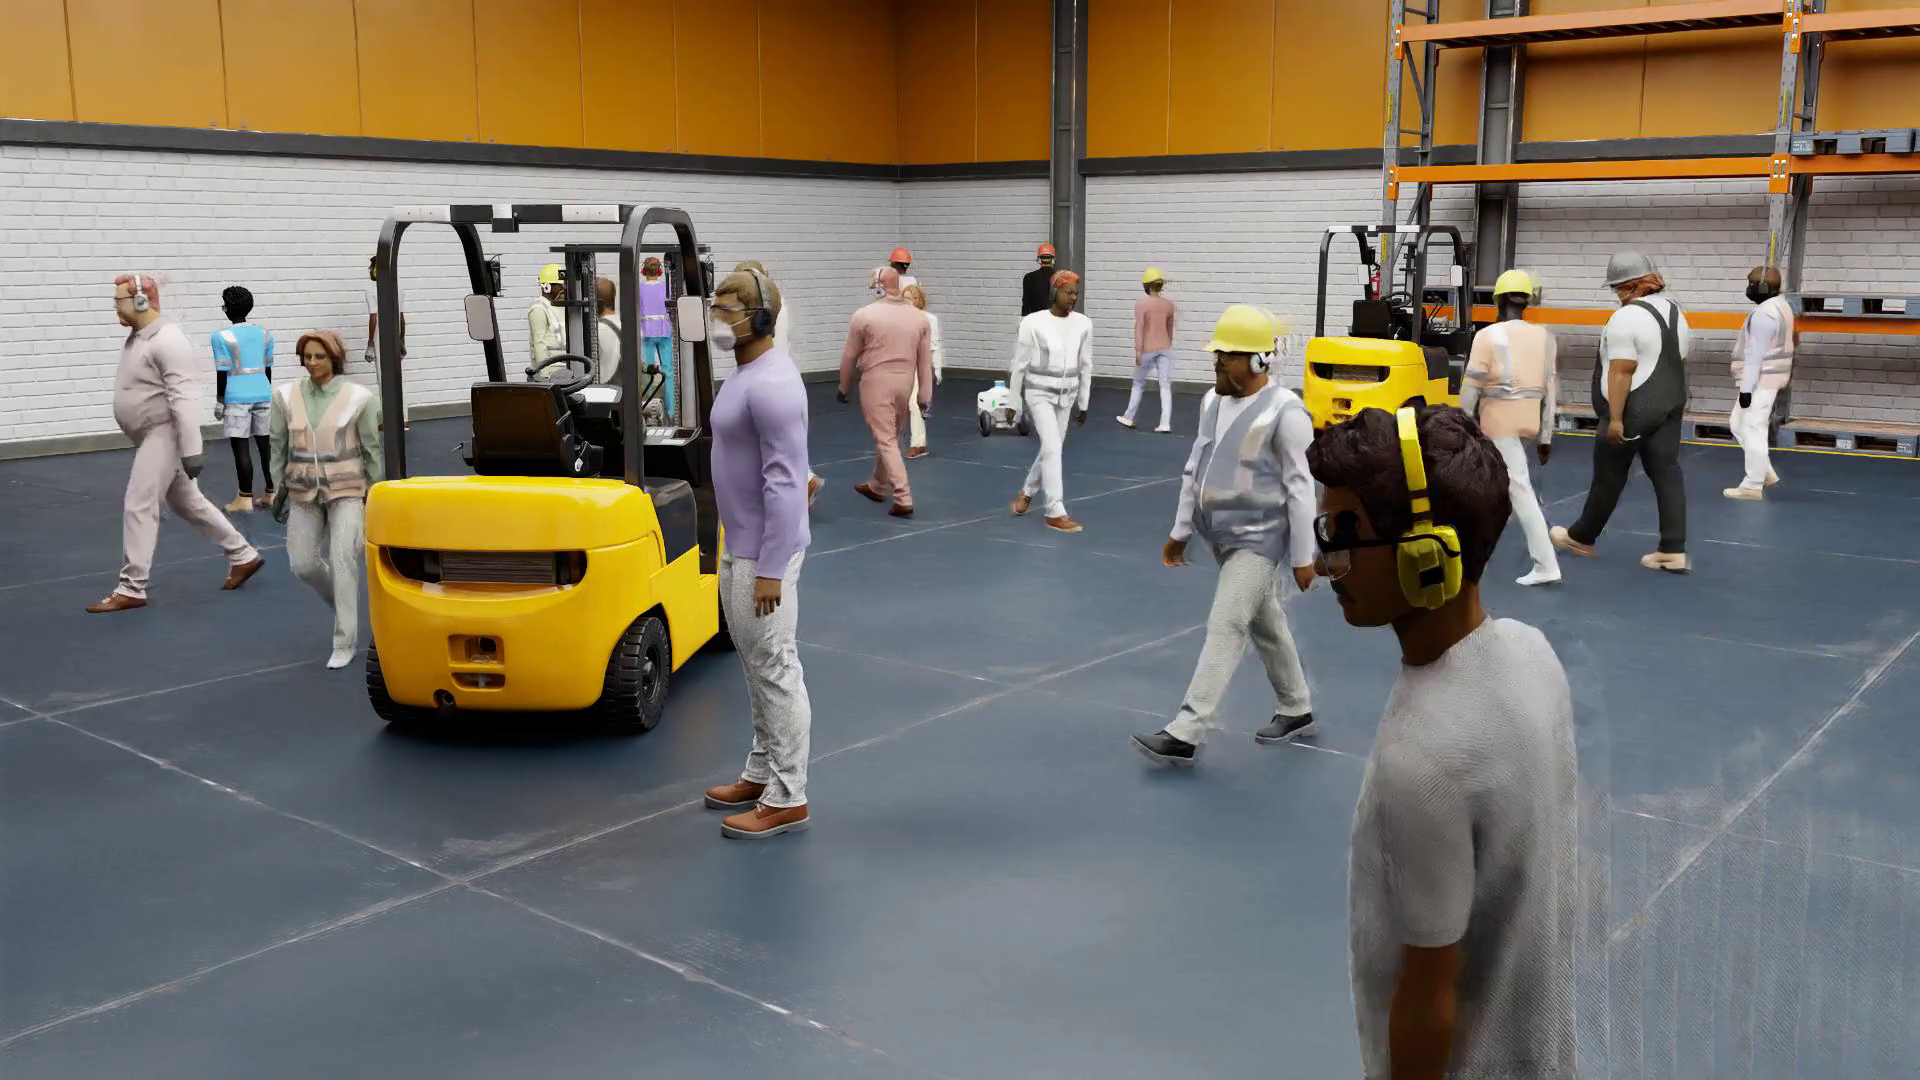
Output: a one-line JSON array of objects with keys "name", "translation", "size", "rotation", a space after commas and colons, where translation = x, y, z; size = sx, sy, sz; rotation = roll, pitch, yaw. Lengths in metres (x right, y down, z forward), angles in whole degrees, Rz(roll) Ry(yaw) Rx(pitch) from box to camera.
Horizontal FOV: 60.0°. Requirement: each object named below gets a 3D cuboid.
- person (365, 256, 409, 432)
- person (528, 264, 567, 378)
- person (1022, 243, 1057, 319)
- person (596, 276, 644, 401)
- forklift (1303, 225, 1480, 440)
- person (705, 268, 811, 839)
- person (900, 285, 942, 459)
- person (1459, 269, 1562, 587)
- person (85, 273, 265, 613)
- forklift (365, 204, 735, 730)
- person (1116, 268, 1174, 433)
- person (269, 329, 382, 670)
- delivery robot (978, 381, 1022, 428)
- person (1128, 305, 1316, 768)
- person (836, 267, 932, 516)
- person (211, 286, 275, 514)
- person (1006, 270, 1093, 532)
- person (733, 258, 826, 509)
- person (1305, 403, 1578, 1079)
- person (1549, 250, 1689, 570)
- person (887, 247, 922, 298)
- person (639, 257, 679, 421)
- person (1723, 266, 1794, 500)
[{"name": "person", "translation": [-6.120, -2.082, 17.700], "size": [0.315, 1.872, 0.533], "rotation": [5, 12, 28]}, {"name": "person", "translation": [-3.652, -1.562, 14.968], "size": [0.403, 1.825, 0.591], "rotation": [1, 10, 6]}, {"name": "person", "translation": [1.093, -2.764, 21.147], "size": [0.624, 1.990, 0.396], "rotation": [0, 10, 0]}, {"name": "person", "translation": [-2.434, -0.891, 11.341], "size": [0.997, 1.784, 0.496], "rotation": [4, 11, 21]}, {"name": "forklift", "translation": [4.449, -2.115, 16.993], "size": [1.214, 2.155, 2.313], "rotation": [8, 13, 38]}, {"name": "person", "translation": [-0.698, 0.047, 5.717], "size": [0.358, 1.939, 0.636], "rotation": [-3, 11, -17]}, {"name": "person", "translation": [-0.472, -1.558, 15.495], "size": [0.532, 1.609, 0.644], "rotation": [6, 12, 31]}, {"name": "person", "translation": [3.286, -0.675, 9.949], "size": [0.582, 1.864, 1.011], "rotation": [-6, 12, -31]}, {"name": "person", "translation": [-4.447, -0.569, 9.372], "size": [0.982, 1.864, 0.641], "rotation": [-8, 13, -39]}, {"name": "forklift", "translation": [-1.766, -0.406, 7.525], "size": [1.214, 2.155, 2.313], "rotation": [1, 10, 7]}, {"name": "person", "translation": [2.016, -2.020, 17.754], "size": [0.543, 1.720, 0.888], "rotation": [-5, 11, -26]}, {"name": "person", "translation": [-3.041, -0.216, 8.049], "size": [0.526, 1.621, 0.531], "rotation": [0, 10, 0]}, {"name": "delivery robot", "translation": [0.417, -1.428, 17.468], "size": [0.477, 0.478, 0.707], "rotation": [-2, 11, -12]}, {"name": "person", "translation": [1.081, -0.018, 6.518], "size": [0.945, 1.784, 0.587], "rotation": [-4, 11, -23]}, {"name": "person", "translation": [-0.581, -1.123, 12.516], "size": [0.629, 1.835, 1.055], "rotation": [-7, 12, -35]}, {"name": "person", "translation": [-5.352, -1.046, 12.448], "size": [0.318, 1.697, 0.535], "rotation": [5, 11, 24]}, {"name": "person", "translation": [0.606, -1.008, 11.885], "size": [0.609, 1.845, 0.889], "rotation": [-6, 12, -30]}, {"name": "person", "translation": [-1.345, -1.108, 12.227], "size": [0.726, 1.909, 0.659], "rotation": [2, 11, 13]}, {"name": "person", "translation": [0.687, 0.736, 2.150], "size": [0.530, 1.841, 0.563], "rotation": [7, 12, 32]}, {"name": "person", "translation": [4.205, -0.847, 10.391], "size": [0.707, 2.000, 0.992], "rotation": [-6, 12, -29]}, {"name": "person", "translation": [-0.715, -2.582, 20.277], "size": [0.343, 1.942, 0.552], "rotation": [8, 13, 39]}, {"name": "person", "translation": [-3.435, -2.254, 18.722], "size": [0.563, 1.847, 0.388], "rotation": [-3, 11, -16]}, {"name": "person", "translation": [6.246, -1.219, 13.025], "size": [0.447, 1.832, 0.651], "rotation": [7, 13, 35]}]
